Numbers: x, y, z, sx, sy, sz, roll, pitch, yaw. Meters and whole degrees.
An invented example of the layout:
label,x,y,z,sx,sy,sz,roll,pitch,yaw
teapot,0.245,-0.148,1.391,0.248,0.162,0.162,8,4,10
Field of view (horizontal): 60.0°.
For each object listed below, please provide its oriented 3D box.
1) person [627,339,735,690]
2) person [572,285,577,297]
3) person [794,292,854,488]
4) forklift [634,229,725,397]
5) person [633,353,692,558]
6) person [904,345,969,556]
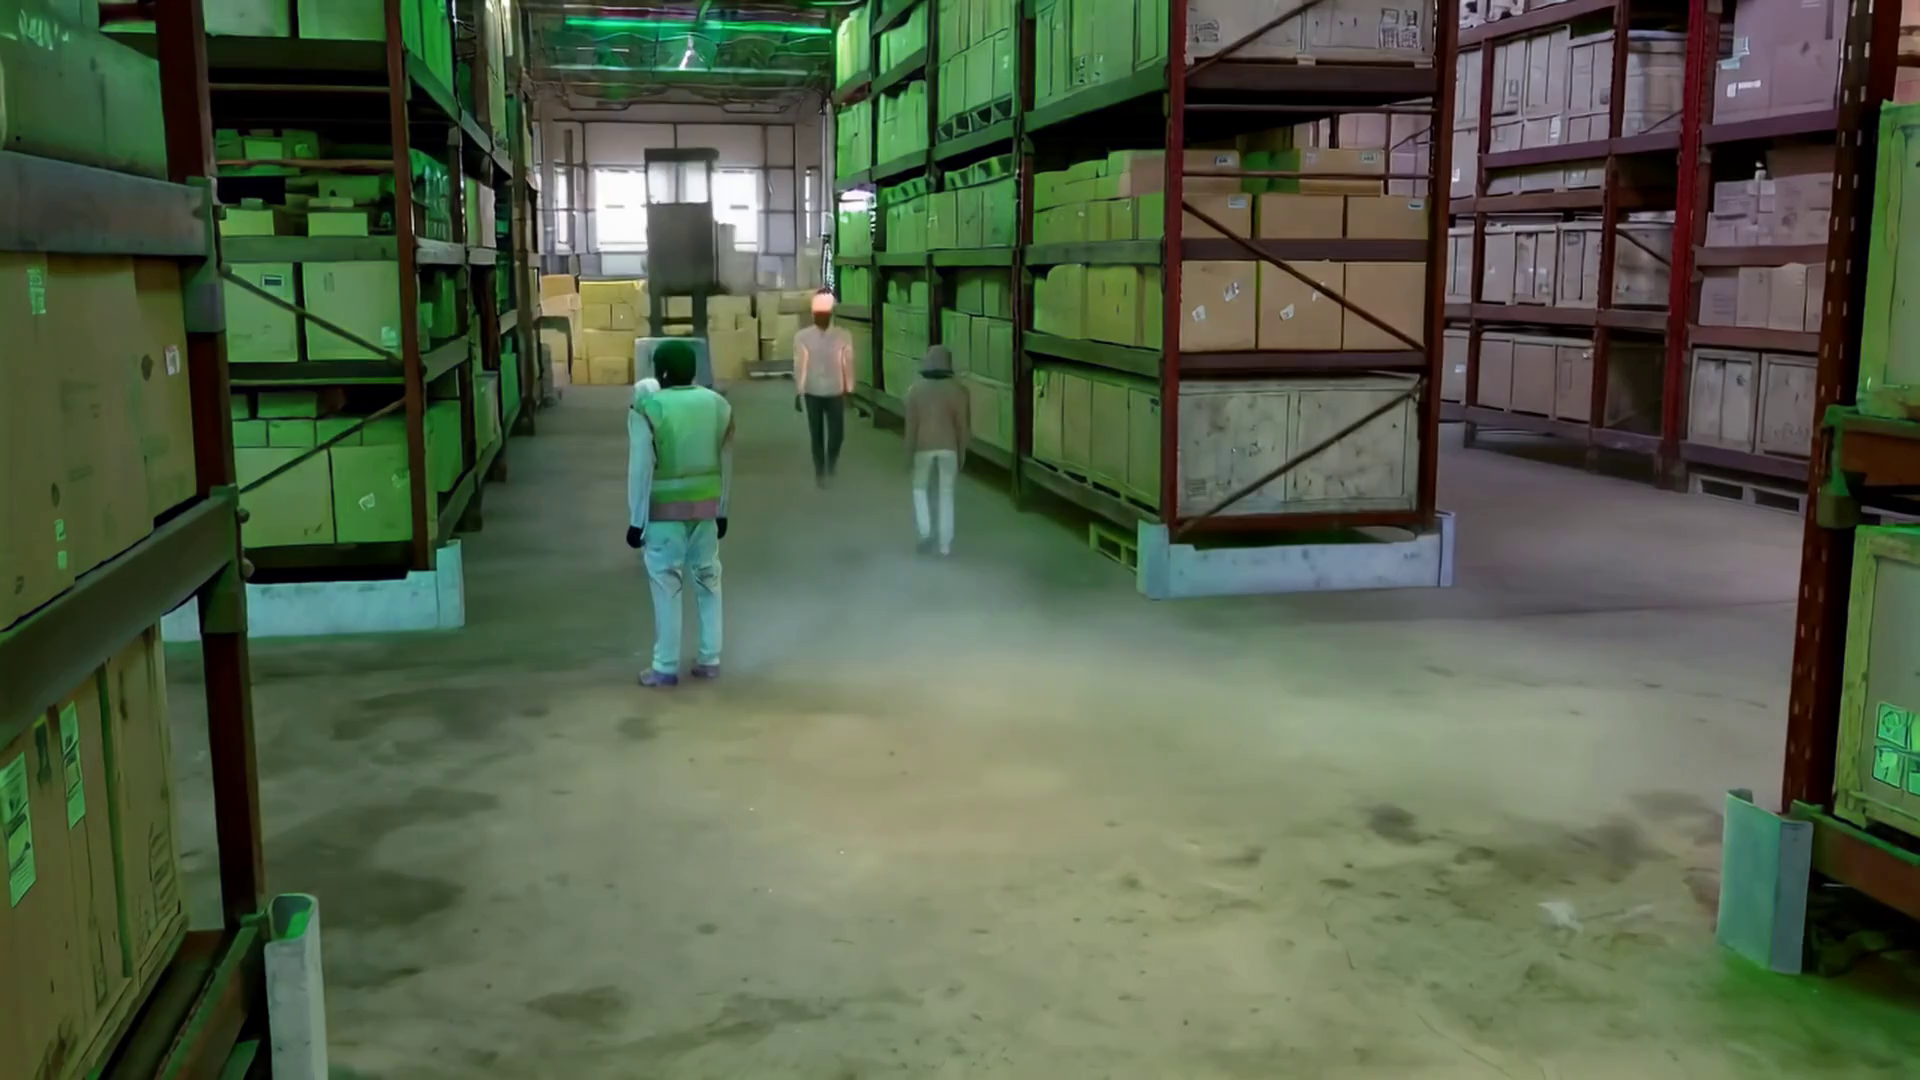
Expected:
label,x,y,z,sx,sy,sz,roll,pitch,yaw
person,-1.492,-0.135,8.806,0.625,1.844,0.429,-8,12,-41
person,-14.944,-9.307,64.547,0.879,1.912,0.552,2,10,12
person,-1.387,-1.529,16.893,0.619,1.976,0.643,-2,9,-10
forklift,-4.610,-3.658,27.121,1.129,2.768,1.873,1,9,4
person,-2.246,-0.664,12.709,0.541,1.602,0.705,0,9,0
person,-0.179,-0.682,12.808,0.502,1.625,0.386,-1,9,-6
